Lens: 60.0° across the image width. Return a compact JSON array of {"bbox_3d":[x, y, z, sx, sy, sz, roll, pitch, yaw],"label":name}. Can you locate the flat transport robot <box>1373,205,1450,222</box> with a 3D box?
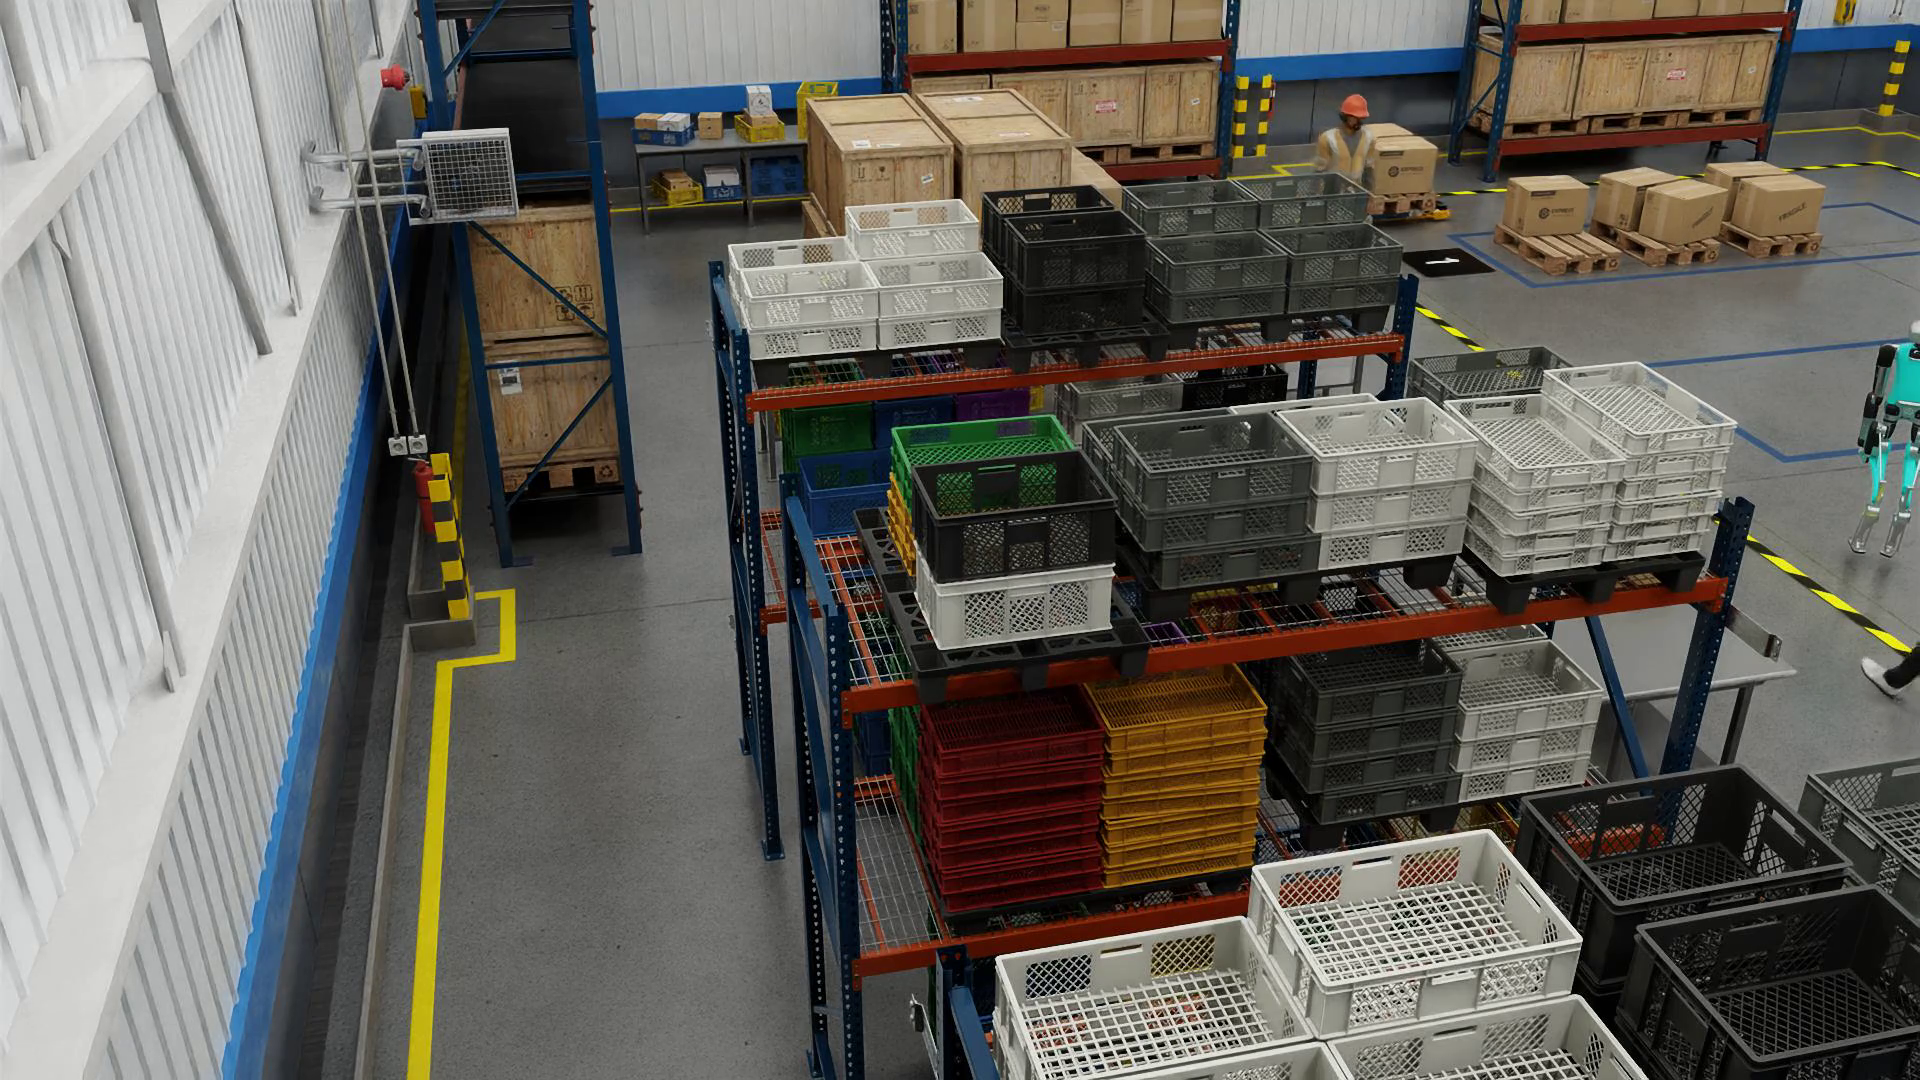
[{"bbox_3d":[4.918,-3.890,19.397,1.431,0.197,0.652,-6,28,-12],"label":"flat transport robot"}]

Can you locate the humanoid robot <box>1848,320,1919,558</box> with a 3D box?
[{"bbox_3d":[6.519,-0.638,11.534,0.533,1.681,0.735,13,30,23],"label":"humanoid robot"}]

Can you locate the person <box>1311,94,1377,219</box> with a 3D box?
[{"bbox_3d":[3.874,-3.439,16.689,0.633,2.026,0.726,-6,28,-12],"label":"person"}]

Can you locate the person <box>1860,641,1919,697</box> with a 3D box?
[{"bbox_3d":[6.019,0.301,9.833,0.596,1.799,0.974,-9,29,-16],"label":"person"}]

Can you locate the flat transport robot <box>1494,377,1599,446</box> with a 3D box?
[{"bbox_3d":[4.780,-1.036,14.013,0.659,0.231,1.431,-6,28,-12],"label":"flat transport robot"}]
